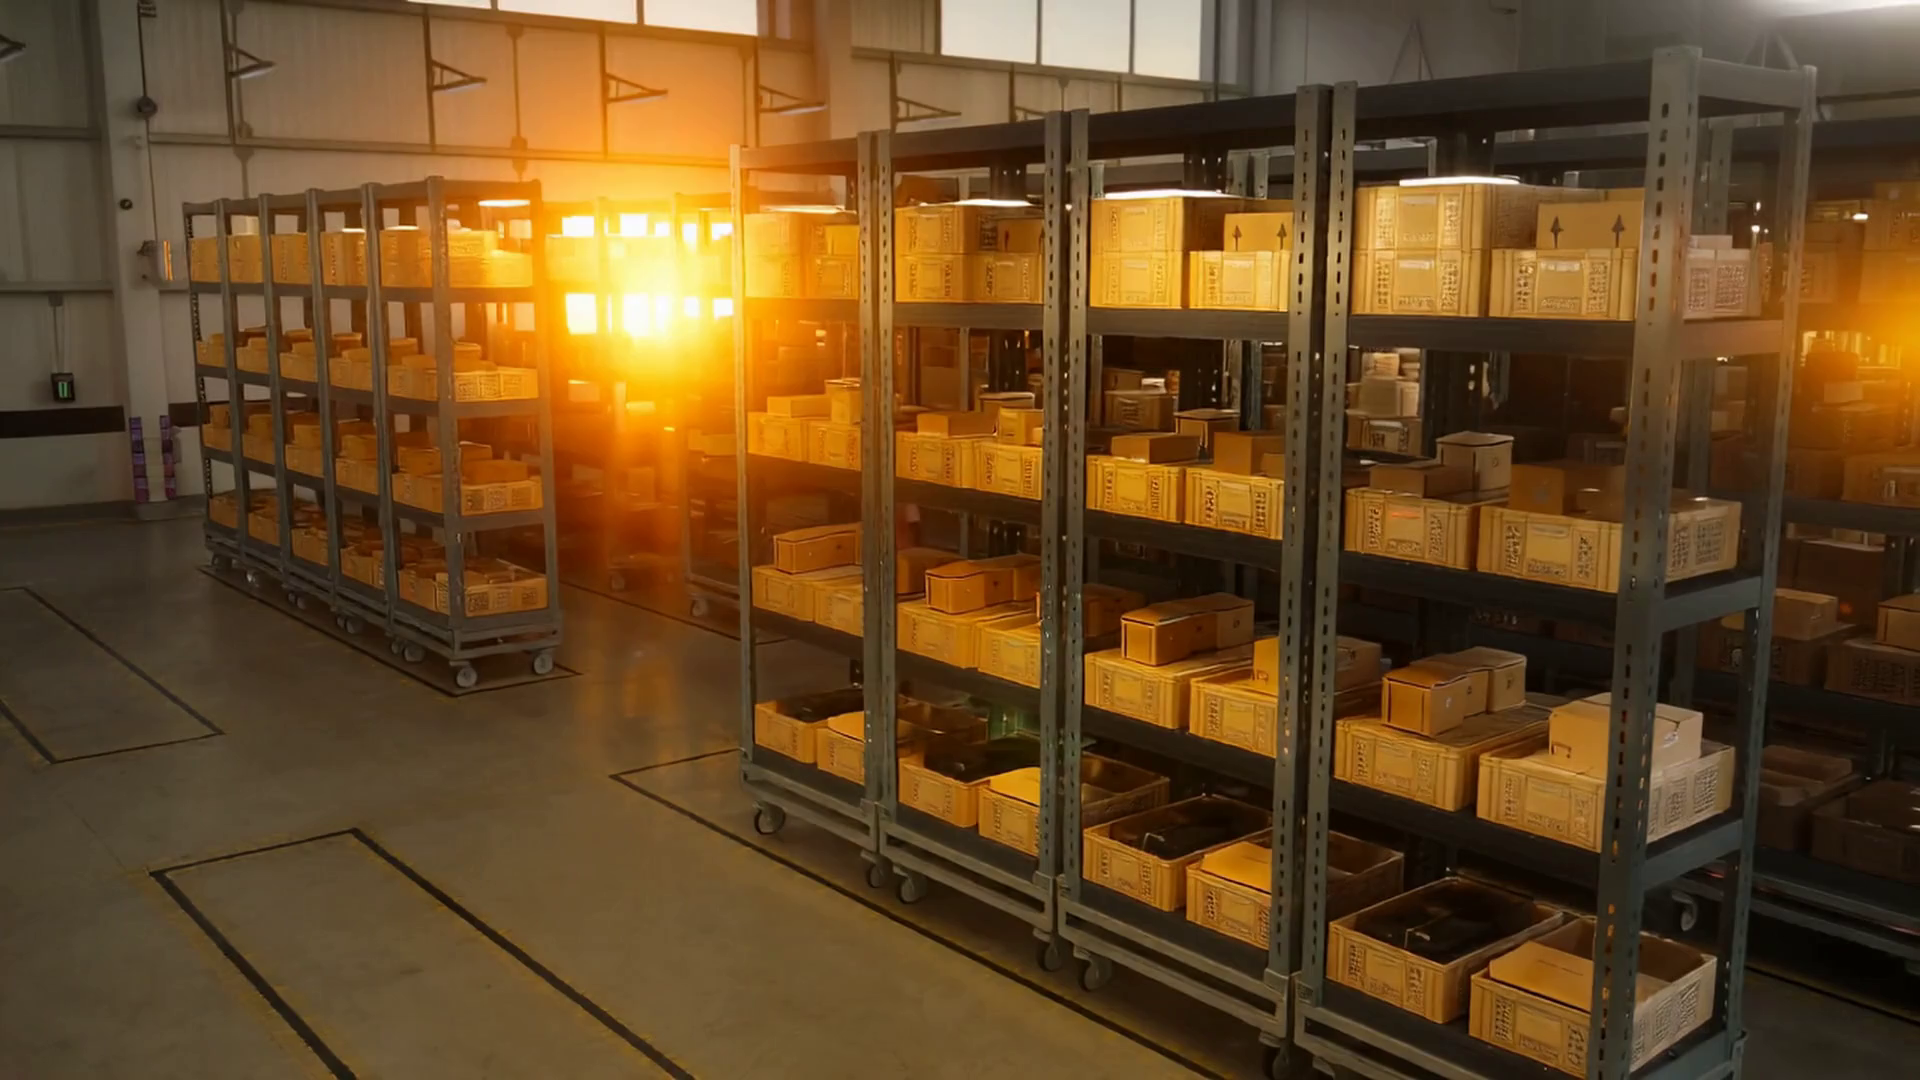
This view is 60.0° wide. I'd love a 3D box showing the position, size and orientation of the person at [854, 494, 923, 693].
[{"bbox_3d":[-0.538,0.189,11.579,0.602,1.830,0.456,6,11,32],"label":"person"}]
